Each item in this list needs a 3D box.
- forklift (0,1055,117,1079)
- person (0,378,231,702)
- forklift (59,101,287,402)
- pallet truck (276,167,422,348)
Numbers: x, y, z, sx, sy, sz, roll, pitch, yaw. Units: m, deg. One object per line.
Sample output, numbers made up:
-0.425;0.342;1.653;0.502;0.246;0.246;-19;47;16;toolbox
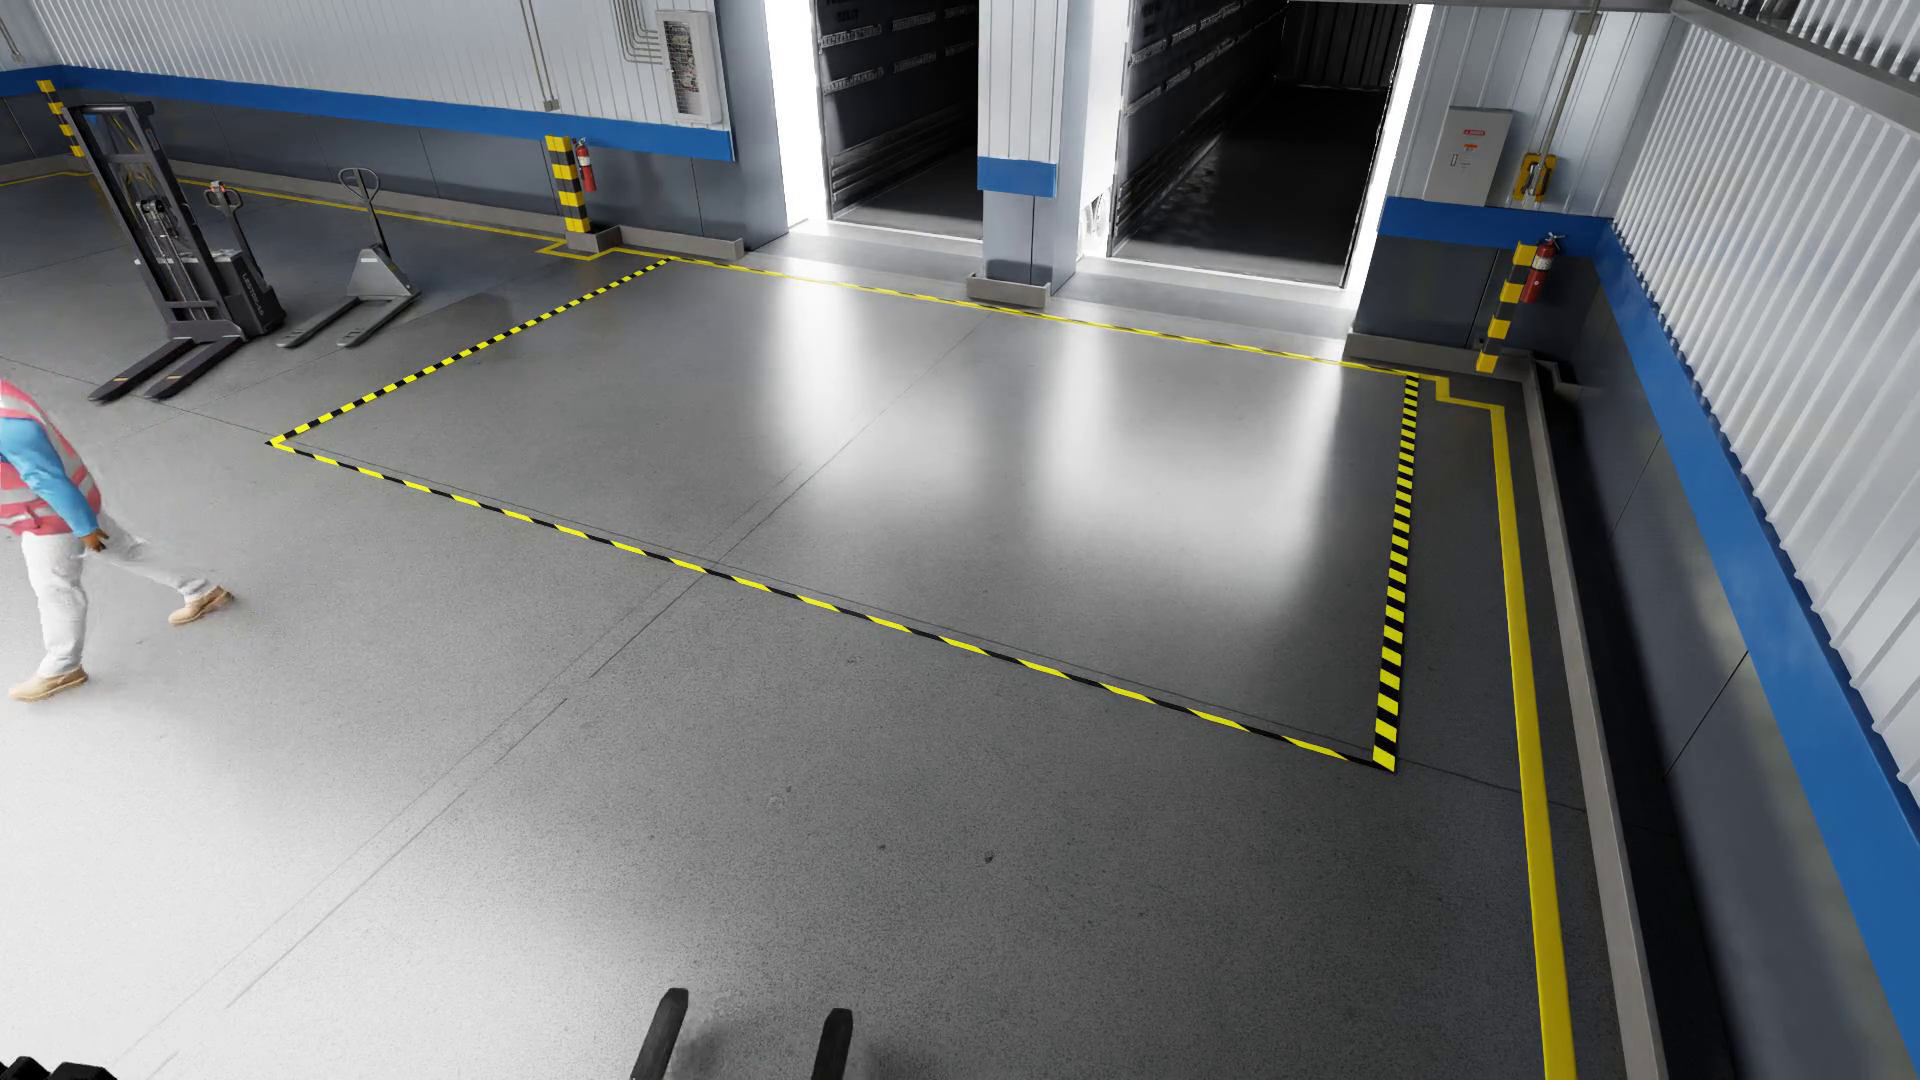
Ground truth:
-0.991;2.126;0.669;1.157;2.036;2.680;4;35;6;forklift
-4.426;-0.139;4.399;0.651;1.786;0.988;27;43;33;person
-6.686;-2.387;7.434;0.823;1.965;1.885;-3;35;-5;forklift
-5.732;-2.611;8.414;0.680;1.201;1.601;-1;35;-1;pallet truck
